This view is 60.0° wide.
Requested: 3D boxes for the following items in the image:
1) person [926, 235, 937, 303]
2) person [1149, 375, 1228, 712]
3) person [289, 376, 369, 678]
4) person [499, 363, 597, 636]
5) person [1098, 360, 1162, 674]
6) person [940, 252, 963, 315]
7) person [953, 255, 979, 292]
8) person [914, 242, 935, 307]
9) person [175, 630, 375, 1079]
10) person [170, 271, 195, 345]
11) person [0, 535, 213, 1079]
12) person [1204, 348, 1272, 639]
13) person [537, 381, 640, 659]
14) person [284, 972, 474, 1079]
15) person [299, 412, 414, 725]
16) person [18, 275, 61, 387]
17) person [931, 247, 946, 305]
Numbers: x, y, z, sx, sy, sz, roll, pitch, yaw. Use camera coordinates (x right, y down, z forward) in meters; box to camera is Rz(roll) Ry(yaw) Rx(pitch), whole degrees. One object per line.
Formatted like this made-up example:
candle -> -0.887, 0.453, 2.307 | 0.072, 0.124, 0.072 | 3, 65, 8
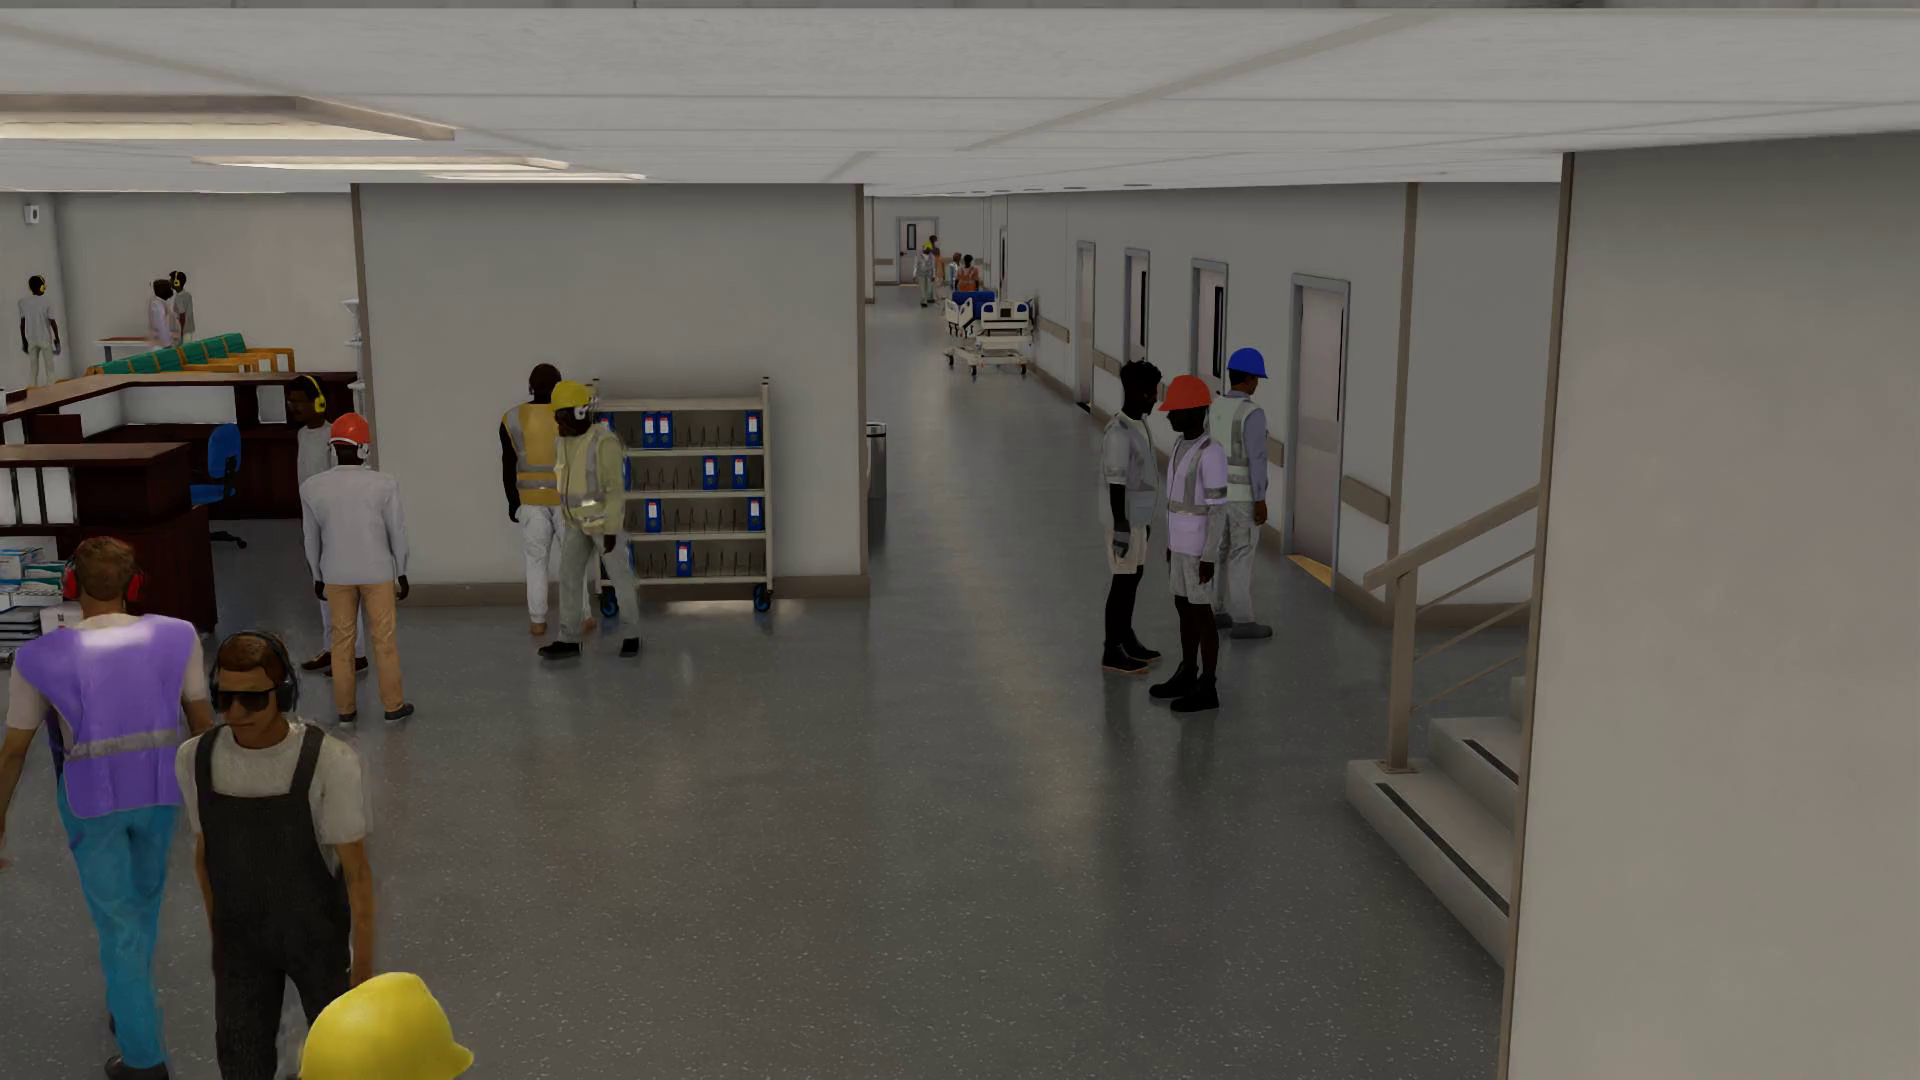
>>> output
person -> -0.806, -7.697, 47.265 | 0.375, 1.929, 0.635 | 2, 12, 11
person -> 1.301, 0.021, 9.517 | 0.377, 1.932, 0.552 | -3, 12, -16
person -> -3.907, -0.086, 10.229 | 0.512, 1.862, 0.324 | 10, 15, 40
person -> -2.737, -0.266, 11.169 | 0.621, 1.838, 0.429 | -1, 12, -5
person -> 1.052, -0.144, 10.284 | 0.383, 1.953, 0.617 | 4, 12, 18
person -> -0.134, -6.427, 41.822 | 0.750, 1.610, 0.526 | 8, 14, 34
person -> 0.135, -5.809, 38.720 | 0.577, 1.635, 0.868 | 6, 13, 27
person -> -0.980, -7.289, 45.626 | 0.614, 1.788, 0.825 | -4, 12, -20
person -> -1.858, 1.097, 4.617 | 0.523, 1.799, 0.971 | -1, 12, -3
person -> -11.550, -3.056, 24.719 | 0.328, 1.872, 0.509 | -2, 12, -12
person -> -2.889, 0.887, 5.604 | 0.722, 1.794, 0.869 | -10, 16, -41
person -> 1.863, -0.312, 11.132 | 0.403, 1.940, 0.602 | -6, 13, -26
person -> -2.343, -0.117, 10.562 | 0.602, 1.795, 0.624 | 8, 14, 35
person -> -0.889, 1.525, 2.623 | 0.525, 1.754, 0.371 | 8, 14, 34
person -> -3.339, 0.165, 9.258 | 0.559, 1.752, 0.325 | -1, 12, -6
person -> -12.955, -2.785, 23.431 | 0.521, 1.861, 0.332 | -1, 12, -4
person -> -0.581, -7.319, 46.207 | 0.512, 1.613, 0.713 | -9, 14, -36
